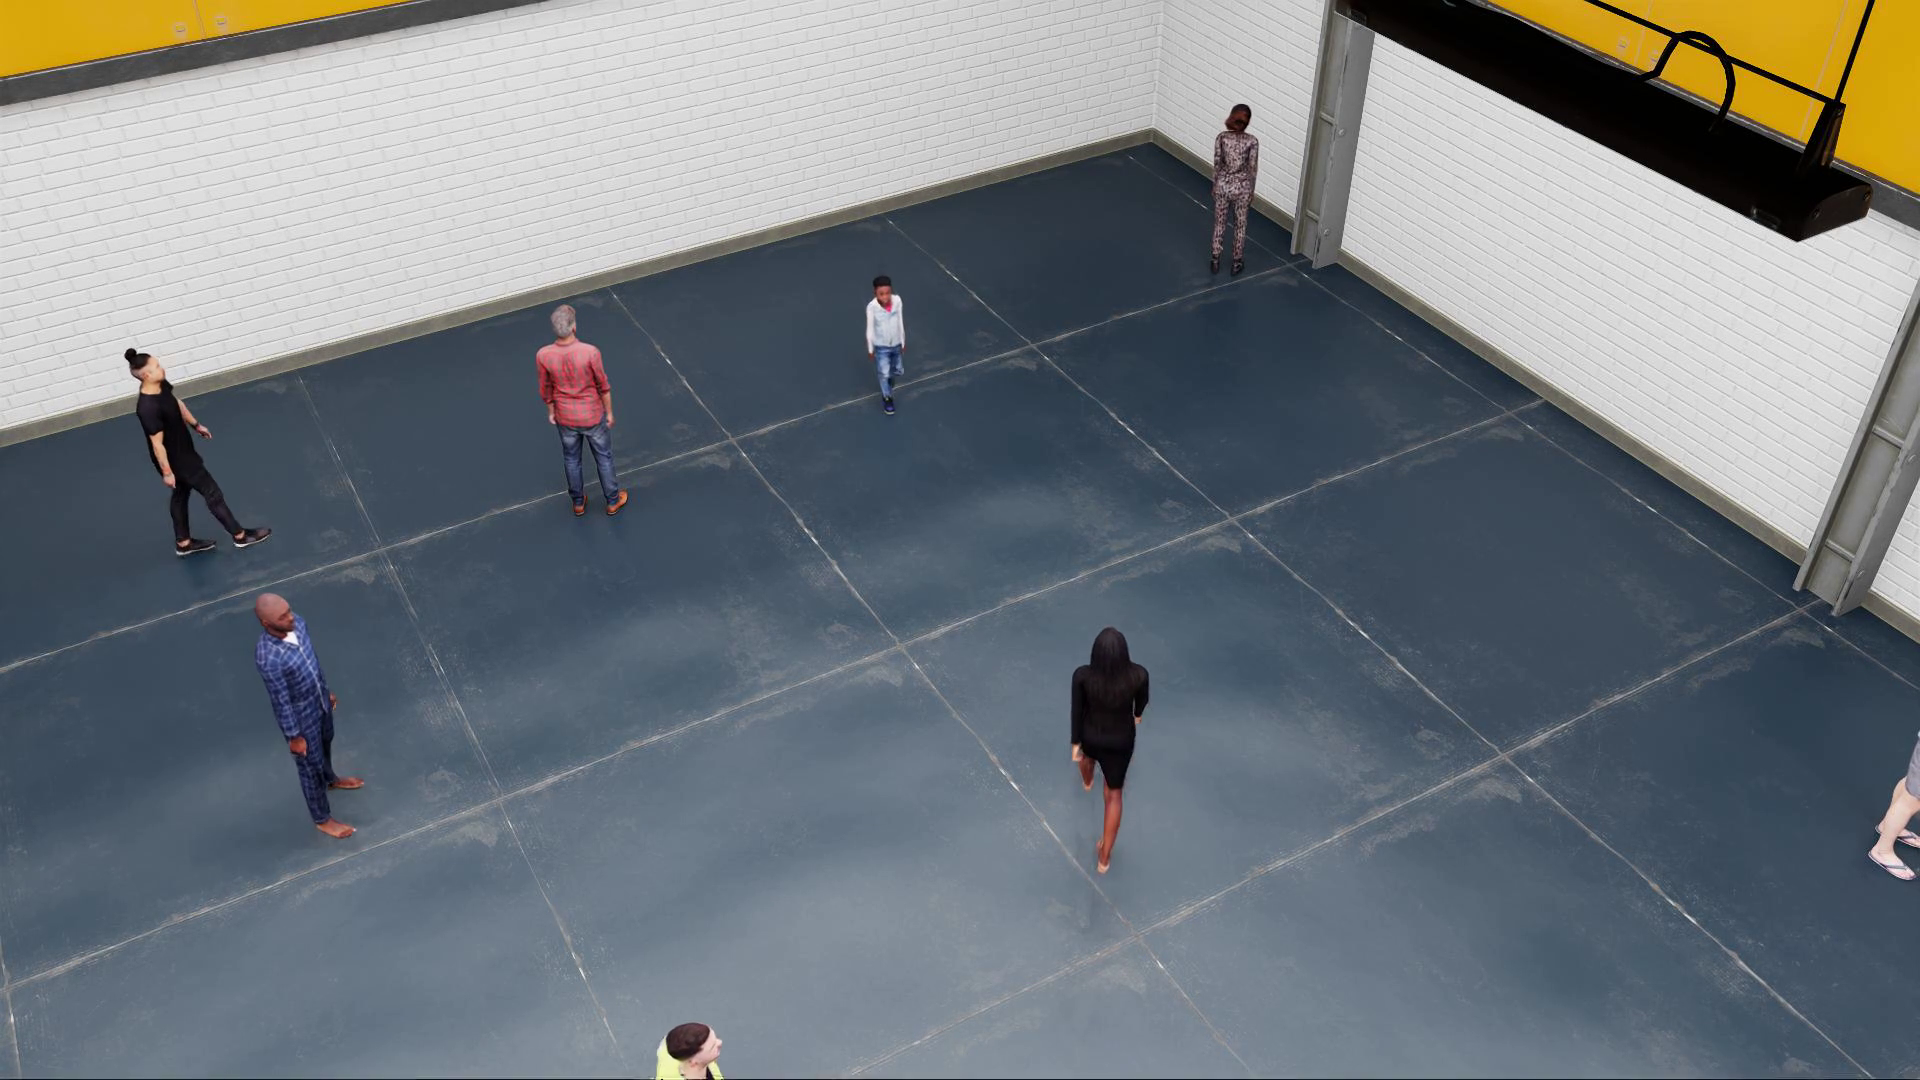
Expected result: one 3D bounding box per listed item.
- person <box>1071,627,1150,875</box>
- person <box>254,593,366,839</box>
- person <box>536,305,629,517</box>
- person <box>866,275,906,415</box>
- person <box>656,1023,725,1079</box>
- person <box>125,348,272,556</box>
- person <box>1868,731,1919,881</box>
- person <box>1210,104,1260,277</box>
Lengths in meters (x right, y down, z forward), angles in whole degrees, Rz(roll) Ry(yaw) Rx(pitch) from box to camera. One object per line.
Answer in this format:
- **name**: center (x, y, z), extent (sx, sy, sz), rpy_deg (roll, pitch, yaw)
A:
- **person**: center (0.894, 1.281, 10.096), extent (1.060, 1.668, 1.243), rpy_deg (3, 39, 4)
- **person**: center (-4.076, 1.038, 10.282), extent (0.877, 1.816, 0.780), rpy_deg (2, 39, 2)
- **person**: center (-2.926, -0.985, 12.803), extent (0.764, 1.831, 0.749), rpy_deg (0, 39, 1)
- **person**: center (-0.632, -1.717, 14.189), extent (0.575, 1.247, 0.772), rpy_deg (-11, 40, -14)
- **person**: center (-1.290, 2.898, 7.939), extent (0.889, 1.835, 0.806), rpy_deg (-6, 39, -7)
- **person**: center (-5.921, -0.633, 12.354), extent (0.824, 1.841, 0.927), rpy_deg (-14, 41, -17)
- **person**: center (5.915, 1.241, 10.015), extent (0.705, 1.832, 0.727), rpy_deg (25, 45, 28)
- **person**: center (2.599, -3.336, 15.839), extent (0.661, 1.717, 0.728), rpy_deg (11, 40, 14)
